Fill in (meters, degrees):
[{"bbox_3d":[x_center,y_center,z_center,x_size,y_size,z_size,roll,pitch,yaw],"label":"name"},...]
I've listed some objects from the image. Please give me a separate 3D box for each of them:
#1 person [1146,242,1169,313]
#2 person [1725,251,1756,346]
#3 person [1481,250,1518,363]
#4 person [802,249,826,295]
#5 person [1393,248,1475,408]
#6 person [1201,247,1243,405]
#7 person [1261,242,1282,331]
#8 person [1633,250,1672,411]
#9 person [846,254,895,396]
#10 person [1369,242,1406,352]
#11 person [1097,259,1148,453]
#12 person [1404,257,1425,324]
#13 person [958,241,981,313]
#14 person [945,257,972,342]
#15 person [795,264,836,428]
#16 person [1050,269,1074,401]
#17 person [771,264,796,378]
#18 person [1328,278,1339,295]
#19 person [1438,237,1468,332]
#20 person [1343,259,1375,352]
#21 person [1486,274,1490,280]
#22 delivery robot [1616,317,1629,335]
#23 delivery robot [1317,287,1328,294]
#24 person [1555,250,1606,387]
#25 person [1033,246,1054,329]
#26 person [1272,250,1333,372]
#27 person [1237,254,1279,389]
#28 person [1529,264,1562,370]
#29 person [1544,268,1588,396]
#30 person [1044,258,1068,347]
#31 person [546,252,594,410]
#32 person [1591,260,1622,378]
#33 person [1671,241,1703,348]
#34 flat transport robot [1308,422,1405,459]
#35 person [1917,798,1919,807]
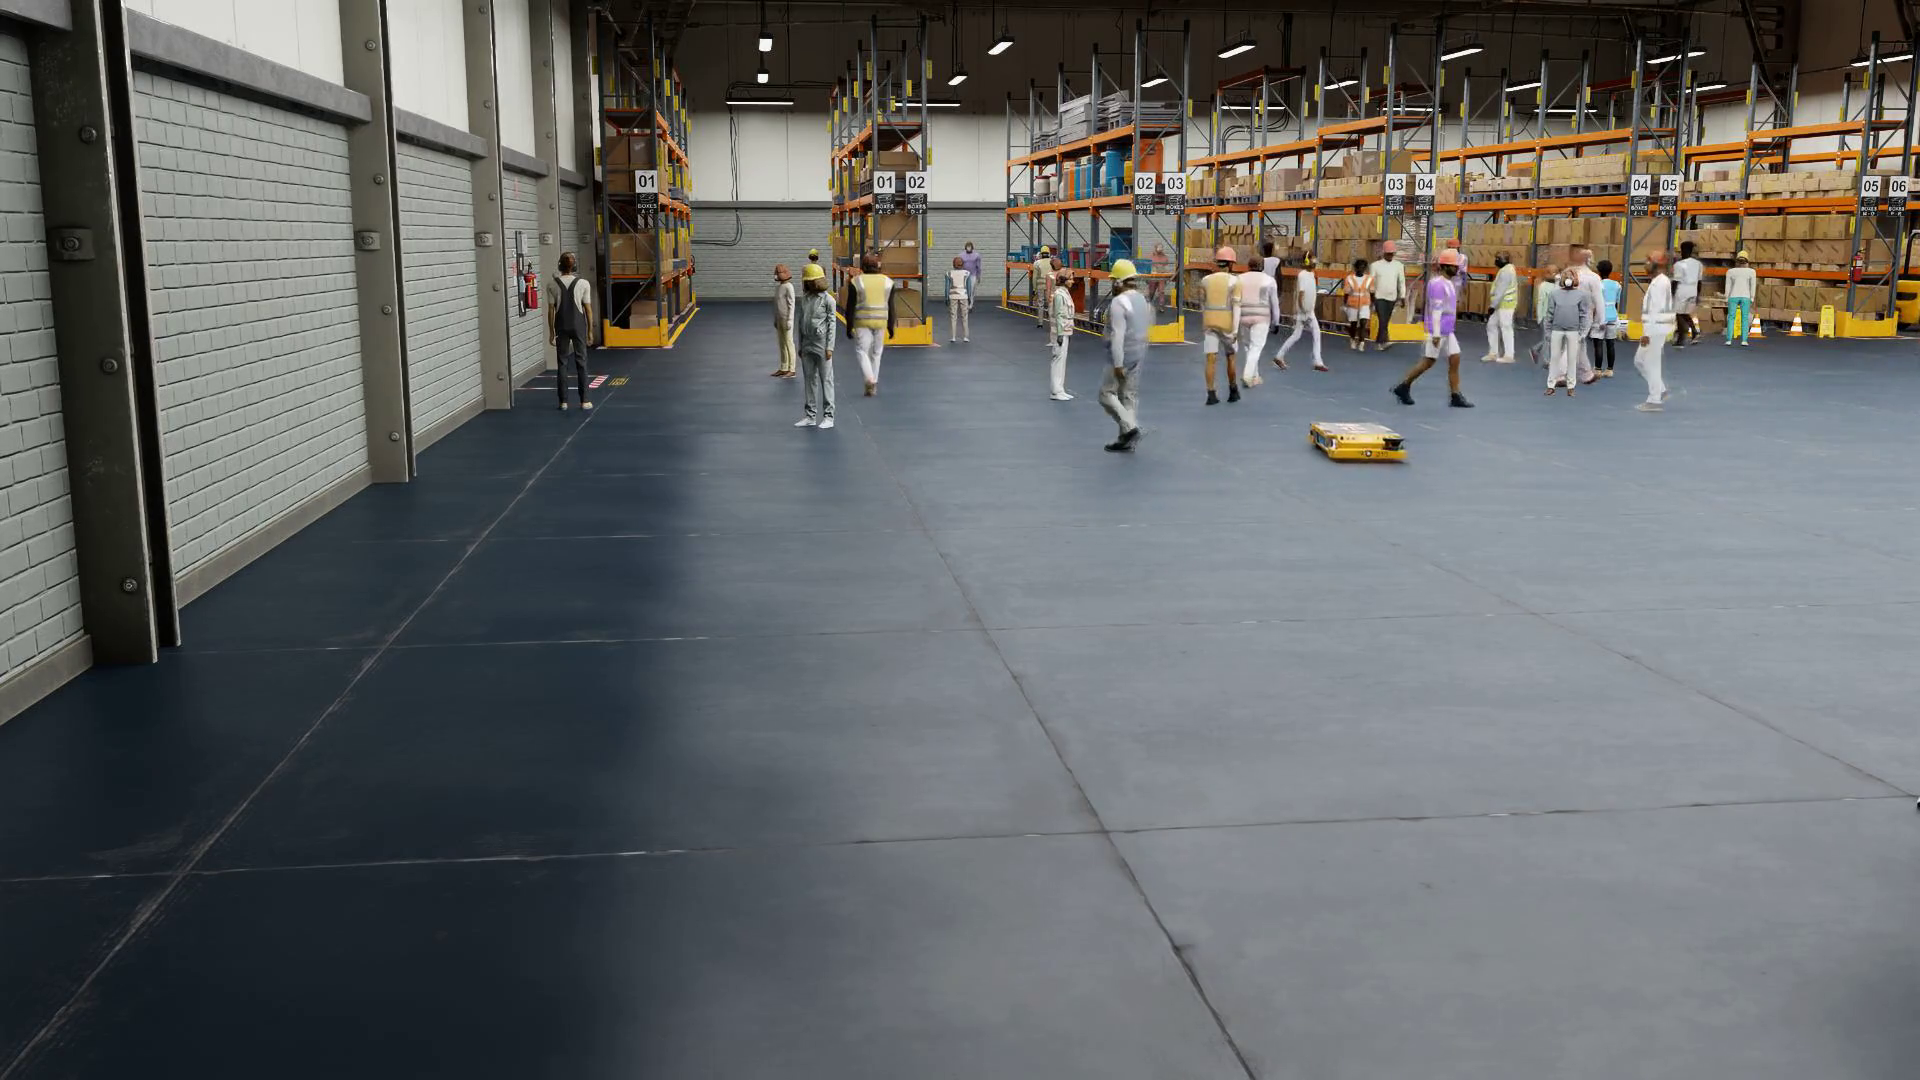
[{"bbox_3d":[5.306,-7.064,44.754,0.641,1.877,0.870,-1,10,-4],"label":"person"},{"bbox_3d":[14.539,-4.500,31.018,0.525,1.769,0.309,5,11,24],"label":"person"},{"bbox_3d":[8.689,-3.761,26.845,0.650,1.817,0.622,3,11,15],"label":"person"},{"bbox_3d":[-3.104,-5.309,35.454,0.525,1.769,0.312,0,10,1],"label":"person"},{"bbox_3d":[5.682,-2.525,19.876,0.928,1.906,0.556,7,12,34],"label":"person"},{"bbox_3d":[3.222,-2.612,20.328,0.548,1.893,0.920,5,12,26],"label":"person"},{"bbox_3d":[6.604,-5.420,35.686,0.594,1.901,0.453,5,11,25],"label":"person"},{"bbox_3d":[8.081,-2.432,19.390,0.401,1.872,0.591,4,11,21],"label":"person"},{"bbox_3d":[-1.150,-2.763,21.360,0.643,1.819,0.808,-4,11,-22],"label":"person"},{"bbox_3d":[7.565,-4.294,29.431,0.631,1.928,1.036,-1,10,-4],"label":"person"},{"bbox_3d":[1.528,-1.708,15.570,0.424,1.818,0.596,8,13,36],"label":"person"},{"bbox_3d":[9.619,-5.442,35.650,0.747,1.951,0.693,0,10,-3],"label":"person"},{"bbox_3d":[0.254,-7.070,44.692,0.633,1.921,0.689,1,10,7],"label":"person"},{"bbox_3d":[-0.031,-4.642,32.136,0.513,1.642,0.313,0,10,-2],"label":"person"},{"bbox_3d":[-1.539,-2.060,17.713,0.486,1.742,0.302,7,12,34],"label":"person"},{"bbox_3d":[1.273,-2.555,20.720,0.310,1.636,0.514,2,11,11],"label":"person"},{"bbox_3d":[-2.552,-3.166,24.064,0.278,1.634,0.498,-6,12,-31],"label":"person"},{"bbox_3d":[11.725,-8.406,51.957,0.372,1.940,0.631,-3,11,-13],"label":"person"},{"bbox_3d":[10.417,-5.386,35.220,0.612,2.000,0.751,4,11,20],"label":"person"},{"bbox_3d":[7.089,-4.179,29.553,0.557,1.652,0.799,2,11,11],"label":"person"},{"bbox_3d":[14.912,-7.355,46.455,0.574,1.841,0.375,-5,12,-27],"label":"person"},{"bbox_3d":[12.716,-4.219,32.538,0.477,0.478,0.707,-5,11,-25],"label":"delivery robot"},{"bbox_3d":[10.529,-7.098,48.326,0.477,0.478,0.707,-1,10,-5],"label":"delivery robot"},{"bbox_3d":[8.454,-3.005,22.605,0.989,1.849,0.669,-5,11,-26],"label":"person"},{"bbox_3d":[1.887,-5.572,36.742,0.589,1.822,0.403,-1,10,-6],"label":"person"},{"bbox_3d":[5.197,-3.476,25.234,0.936,1.838,0.529,8,13,36],"label":"person"},{"bbox_3d":[3.964,-2.948,22.420,0.637,1.806,0.931,6,12,29],"label":"person"},{"bbox_3d":[9.002,-3.425,25.524,0.512,1.615,0.532,-6,12,-31],"label":"person"},{"bbox_3d":[7.744,-2.658,21.275,0.500,1.636,0.283,5,11,25],"label":"person"},{"bbox_3d":[1.784,-4.387,30.750,0.523,1.636,0.310,-7,12,-33],"label":"person"},{"bbox_3d":[-4.570,-2.445,19.532,0.514,1.845,0.336,-2,10,-9],"label":"person"},{"bbox_3d":[9.215,-3.154,23.827,0.530,1.696,0.321,-5,11,-25],"label":"person"},{"bbox_3d":[13.276,-4.486,30.420,0.608,1.953,0.449,-4,11,-21],"label":"person"},{"bbox_3d":[3.715,-0.949,15.650,0.652,0.197,1.431,1,10,3],"label":"flat transport robot"},{"bbox_3d":[3.644,0.046,5.658,0.382,1.924,0.594,-7,12,-33],"label":"person"}]
